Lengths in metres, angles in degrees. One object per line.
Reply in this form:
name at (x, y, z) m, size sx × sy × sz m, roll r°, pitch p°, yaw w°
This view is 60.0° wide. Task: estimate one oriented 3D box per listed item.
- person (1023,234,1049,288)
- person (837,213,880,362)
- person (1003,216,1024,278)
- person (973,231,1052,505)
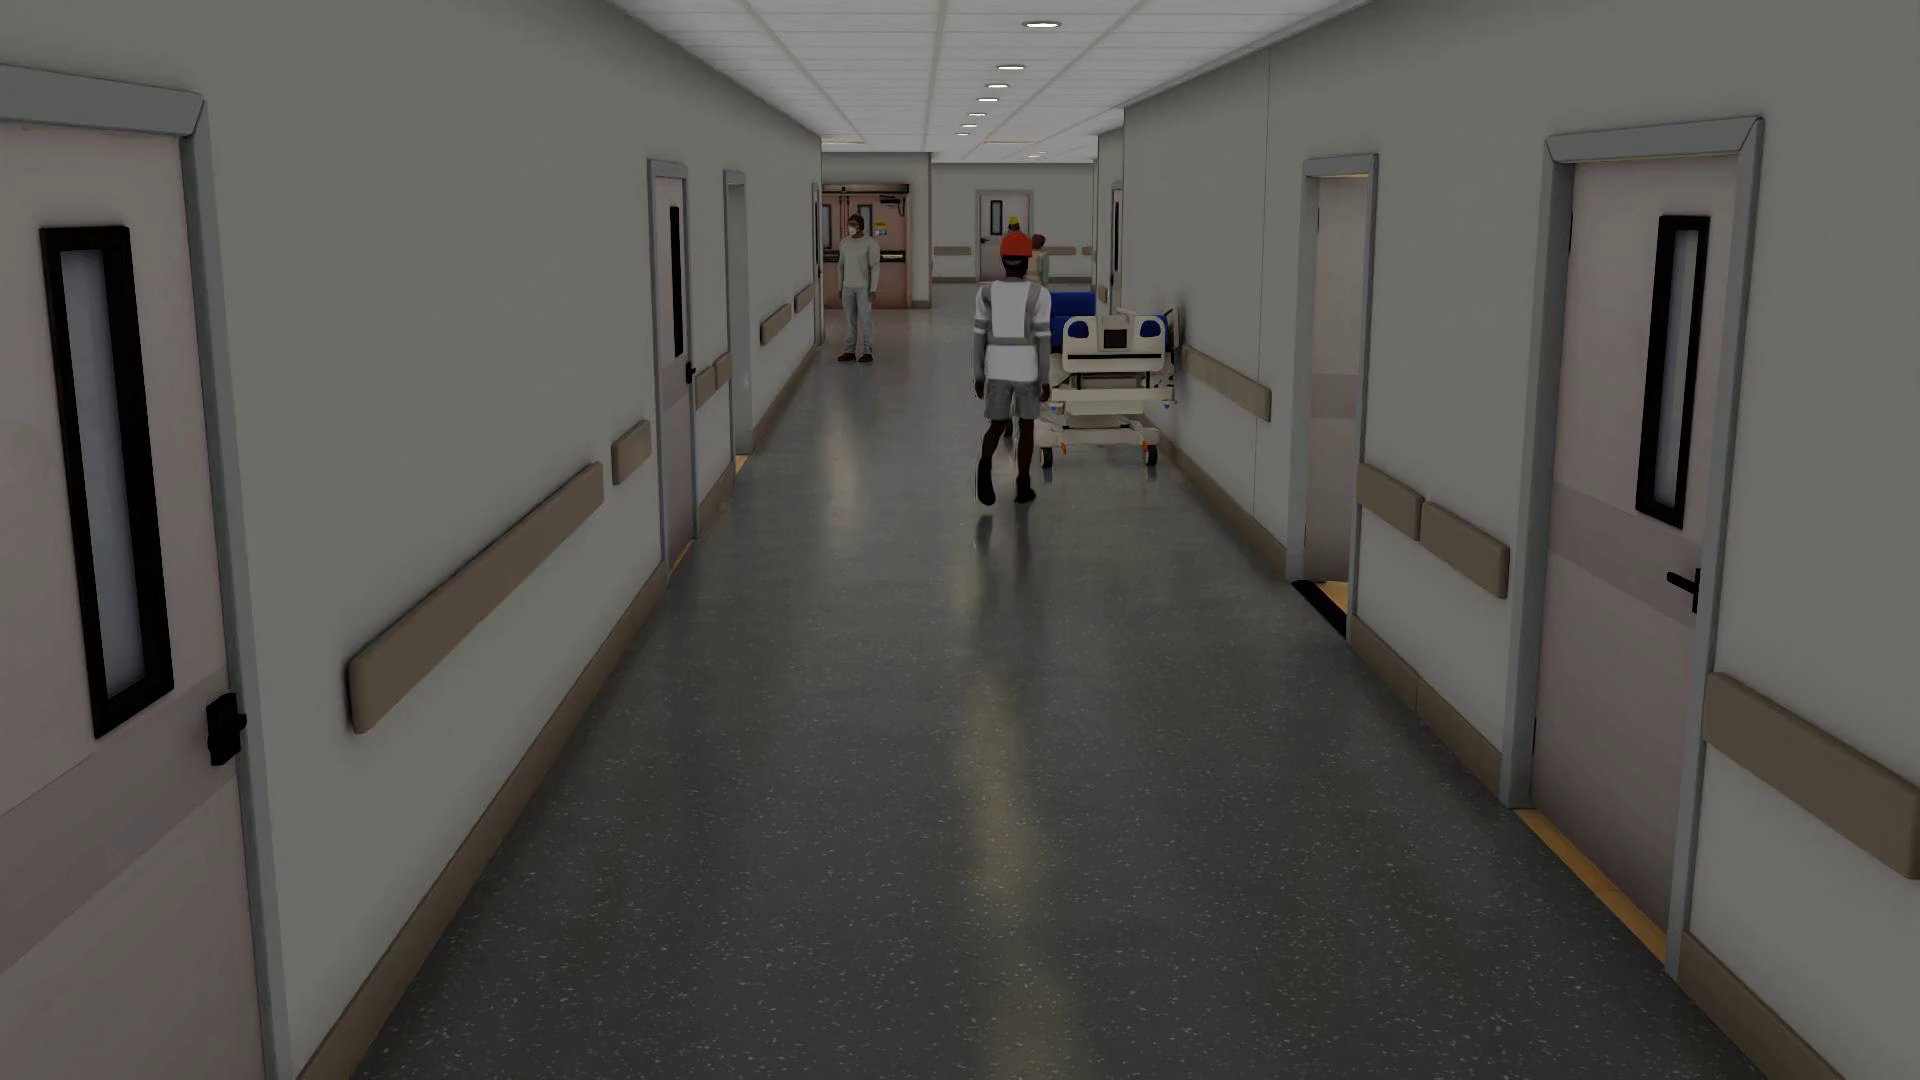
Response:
person at (1.081, -3.680, 24.457) m, size 0.457 × 1.612 × 0.538 m, roll -10°, pitch 15°, yaw -40°
person at (-1.344, -3.306, 21.857) m, size 0.628 × 1.940 × 0.372 m, roll 7°, pitch 13°, yaw 30°
person at (1.197, -6.387, 37.365) m, size 0.484 × 1.735 × 0.310 m, roll 2°, pitch 12°, yaw 10°
person at (0.347, -1.166, 11.494) m, size 0.554 × 1.916 × 0.750 m, roll 4°, pitch 12°, yaw 19°
